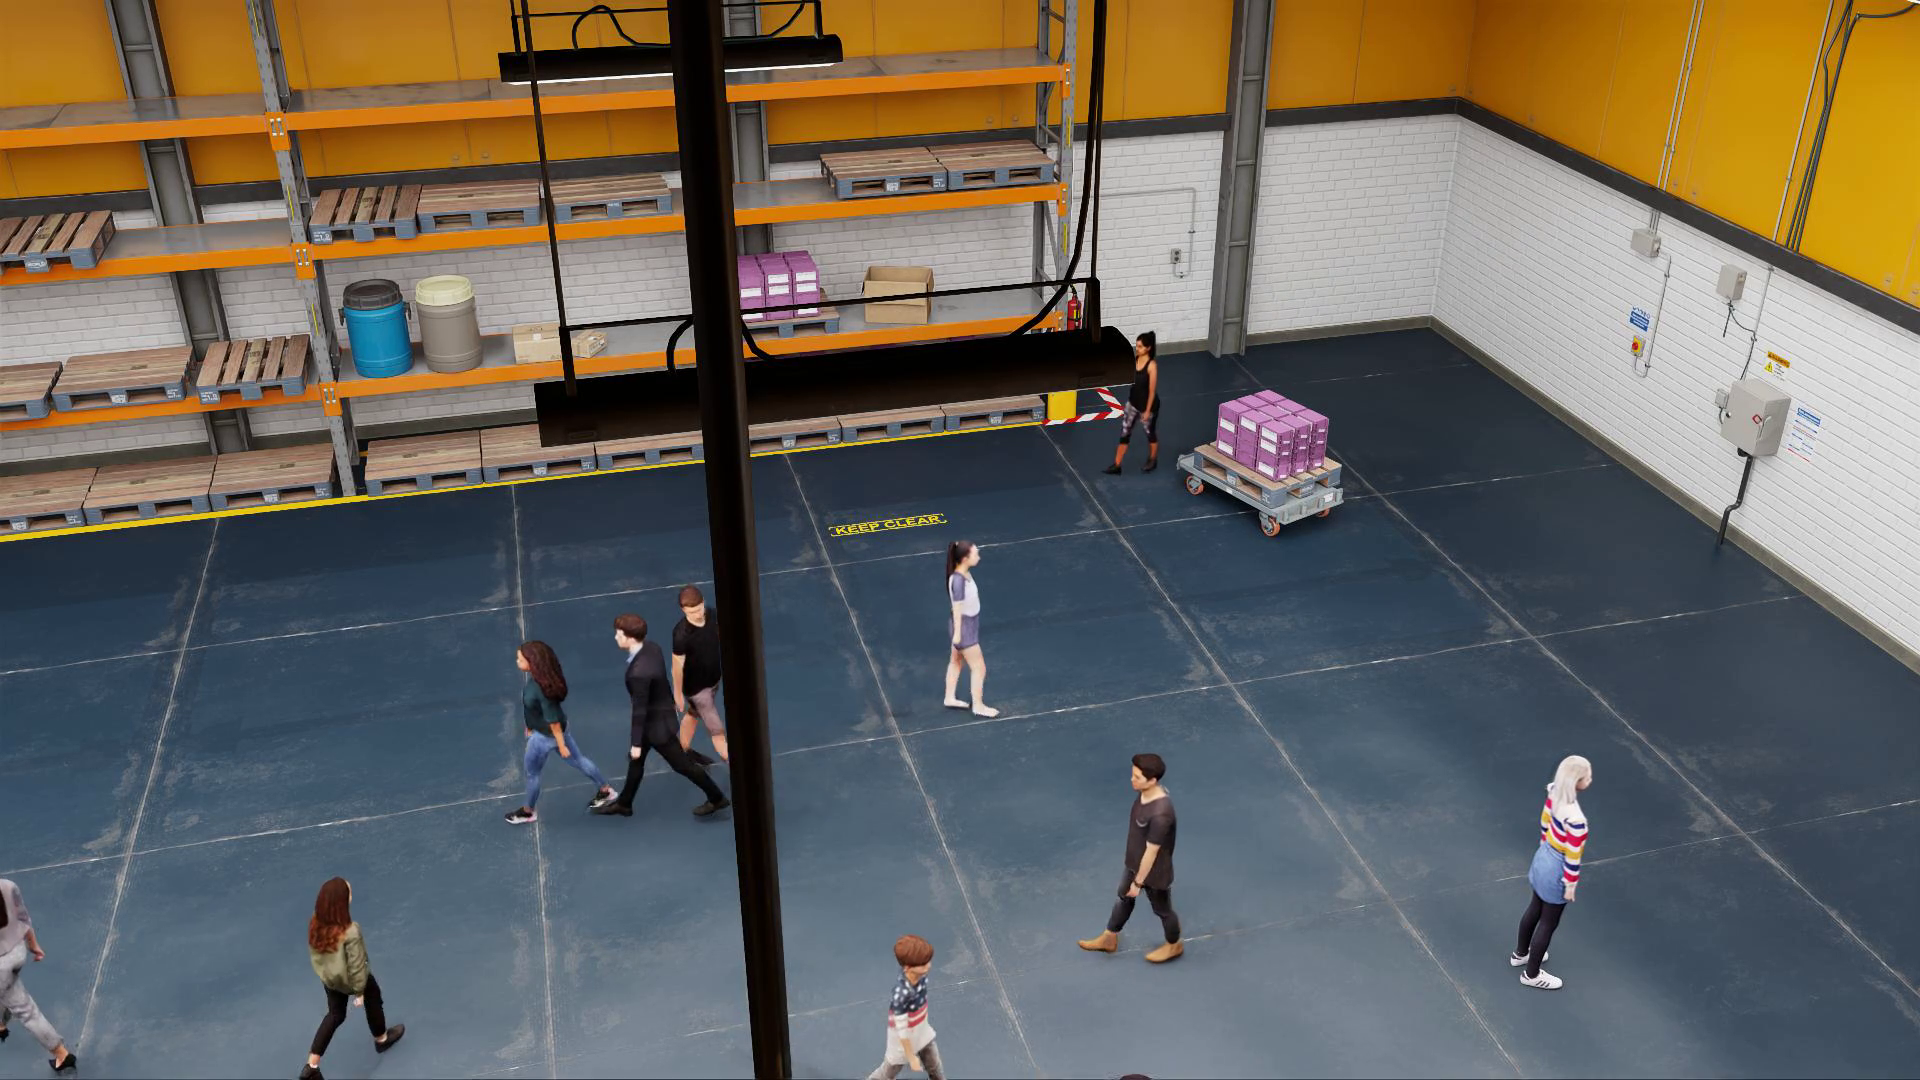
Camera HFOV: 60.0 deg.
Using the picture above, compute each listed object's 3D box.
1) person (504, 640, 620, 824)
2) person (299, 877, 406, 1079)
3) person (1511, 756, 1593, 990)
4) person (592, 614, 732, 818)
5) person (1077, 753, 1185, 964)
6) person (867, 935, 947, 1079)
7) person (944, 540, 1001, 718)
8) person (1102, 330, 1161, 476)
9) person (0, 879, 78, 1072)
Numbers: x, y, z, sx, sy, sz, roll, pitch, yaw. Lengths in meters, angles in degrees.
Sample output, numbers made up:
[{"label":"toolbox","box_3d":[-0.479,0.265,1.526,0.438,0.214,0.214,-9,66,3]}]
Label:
[{"label":"person","box_3d":[-3.033,1.455,12.675,1.114,1.578,0.659,-5,29,-8]},{"label":"person","box_3d":[-3.899,2.781,10.382,0.965,1.447,0.995,14,32,24]},{"label":"person","box_3d":[3.963,2.186,11.094,0.592,1.808,0.698,-1,29,-1]},{"label":"person","box_3d":[-2.190,1.386,12.537,1.330,1.831,0.822,-3,29,-5]},{"label":"person","box_3d":[1.369,2.171,11.258,0.951,1.679,0.649,-7,29,-13]},{"label":"person","box_3d":[-0.374,2.977,10.064,1.017,1.406,0.920,13,31,22]},{"label":"person","box_3d":[-0.058,0.736,13.930,0.813,1.639,0.731,1,29,2]},{"label":"person","box_3d":[2.043,-1.481,17.996,1.067,1.638,0.868,-23,36,-36]},{"label":"person","box_3d":[-5.896,2.695,10.357,1.182,1.621,1.017,9,30,17]}]
